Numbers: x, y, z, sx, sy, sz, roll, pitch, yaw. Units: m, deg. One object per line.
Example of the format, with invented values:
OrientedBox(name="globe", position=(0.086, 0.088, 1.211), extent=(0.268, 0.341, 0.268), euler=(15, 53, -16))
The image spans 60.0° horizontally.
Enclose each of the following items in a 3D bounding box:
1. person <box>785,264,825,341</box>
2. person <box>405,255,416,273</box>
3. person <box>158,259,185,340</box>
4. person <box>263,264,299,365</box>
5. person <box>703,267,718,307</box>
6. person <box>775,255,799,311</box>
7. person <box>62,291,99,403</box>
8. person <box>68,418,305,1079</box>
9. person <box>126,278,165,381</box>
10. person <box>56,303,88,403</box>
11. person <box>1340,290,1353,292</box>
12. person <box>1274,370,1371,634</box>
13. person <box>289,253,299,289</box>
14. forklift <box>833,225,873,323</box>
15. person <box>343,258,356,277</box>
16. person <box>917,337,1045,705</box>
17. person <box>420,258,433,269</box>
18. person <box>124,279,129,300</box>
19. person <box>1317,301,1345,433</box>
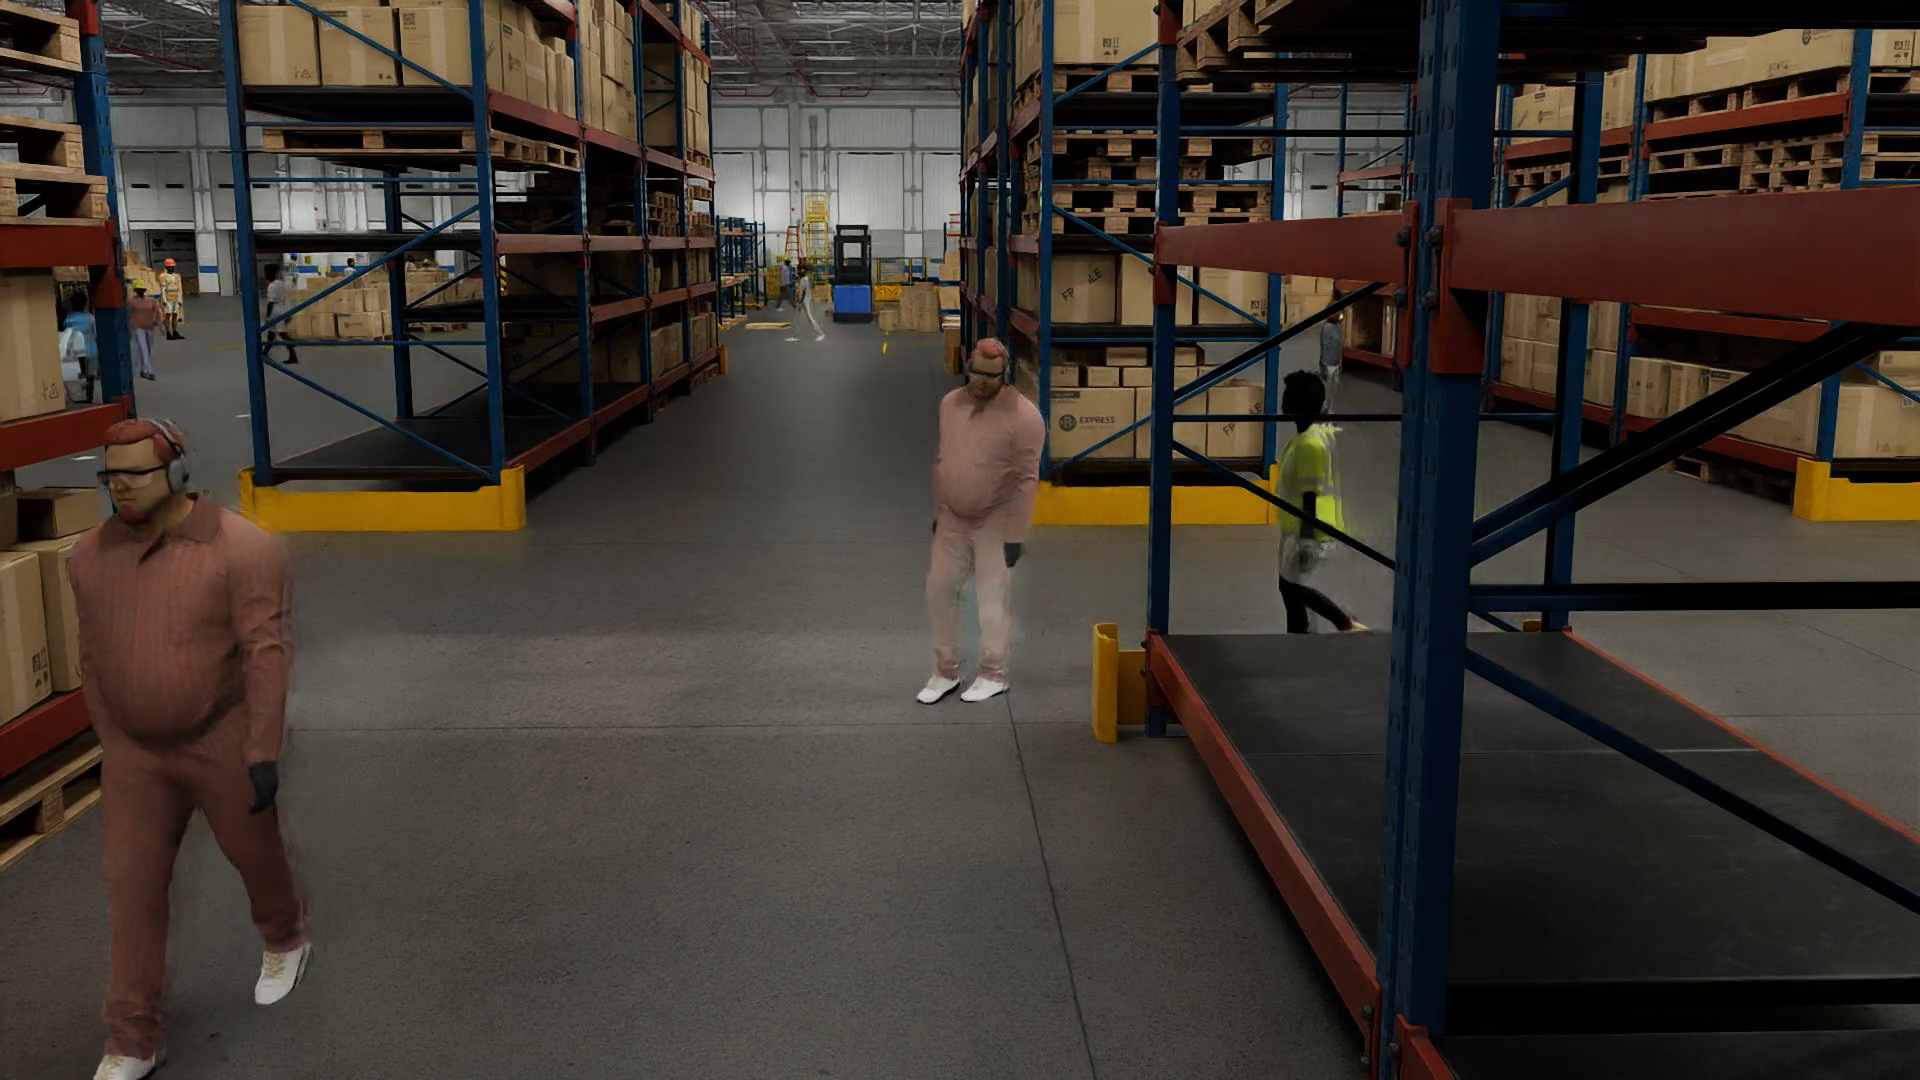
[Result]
OrientedBox(name="person", position=(-3.622, -5.580, 39.150), extent=(0.938, 1.836, 0.529), euler=(-3, 11, -18))
OrientedBox(name="person", position=(-20.658, -9.795, 62.633), extent=(0.430, 1.837, 0.621), euler=(-7, 12, -34))
OrientedBox(name="person", position=(-18.888, -5.764, 39.856), extent=(0.359, 1.939, 0.543), euler=(3, 11, 17))
OrientedBox(name="person", position=(-13.101, -4.279, 31.613), extent=(0.992, 1.917, 0.635), euler=(-1, 10, -8))
OrientedBox(name="person", position=(-8.341, -8.490, 55.369), extent=(0.513, 1.831, 0.509), euler=(0, 10, 2))
OrientedBox(name="person", position=(-5.838, -8.680, 56.291), extent=(0.998, 1.864, 0.605), euler=(0, 10, -1))
OrientedBox(name="person", position=(-11.729, -2.475, 22.252), extent=(0.534, 1.682, 0.376), euler=(-3, 11, -16))
OrientedBox(name="person", position=(-2.230, 0.568, 4.816), extent=(0.647, 1.865, 0.980), euler=(0, 10, 0))
OrientedBox(name="person", position=(-13.908, -3.588, 28.326), extent=(0.890, 1.727, 0.529), euler=(9, 14, 42))
OrientedBox(name="person", position=(-10.145, -1.860, 18.867), extent=(0.533, 1.664, 0.837), euler=(-2, 10, -10))
OrientedBox(name="person", position=(7.747, -4.427, 32.580), extent=(0.999, 1.868, 0.620), euler=(-7, 13, -35))
OrientedBox(name="person", position=(1.887, -0.057, 8.787), extent=(0.536, 1.685, 0.540), euler=(1, 10, 4))
OrientedBox(name="person", position=(-25.463, -10.036, 63.624), extent=(0.390, 1.949, 0.602), euler=(-3, 11, -16))
OrientedBox(name="forklift", position=(-3.104, -7.701, 48.019), extent=(1.129, 2.768, 1.873), euler=(0, 10, -2))
OrientedBox(name="person", position=(-18.244, -7.516, 49.855), extent=(0.500, 1.861, 0.328), euler=(5, 11, 26))
OrientedBox(name="person", position=(0.045, -0.073, 8.334), extent=(0.714, 1.870, 0.642), euler=(8, 13, 37))
OrientedBox(name="person", position=(-19.865, -9.626, 61.968), extent=(0.480, 1.723, 0.406), euler=(1, 10, 8))
OrientedBox(name="person", position=(-19.772, -5.672, 39.059), extent=(0.885, 2.000, 0.711), euler=(4, 11, 19))
OrientedBox(name="person", position=(4.581, -2.134, 20.511), extent=(0.279, 1.626, 0.494), euler=(7, 12, 34))
